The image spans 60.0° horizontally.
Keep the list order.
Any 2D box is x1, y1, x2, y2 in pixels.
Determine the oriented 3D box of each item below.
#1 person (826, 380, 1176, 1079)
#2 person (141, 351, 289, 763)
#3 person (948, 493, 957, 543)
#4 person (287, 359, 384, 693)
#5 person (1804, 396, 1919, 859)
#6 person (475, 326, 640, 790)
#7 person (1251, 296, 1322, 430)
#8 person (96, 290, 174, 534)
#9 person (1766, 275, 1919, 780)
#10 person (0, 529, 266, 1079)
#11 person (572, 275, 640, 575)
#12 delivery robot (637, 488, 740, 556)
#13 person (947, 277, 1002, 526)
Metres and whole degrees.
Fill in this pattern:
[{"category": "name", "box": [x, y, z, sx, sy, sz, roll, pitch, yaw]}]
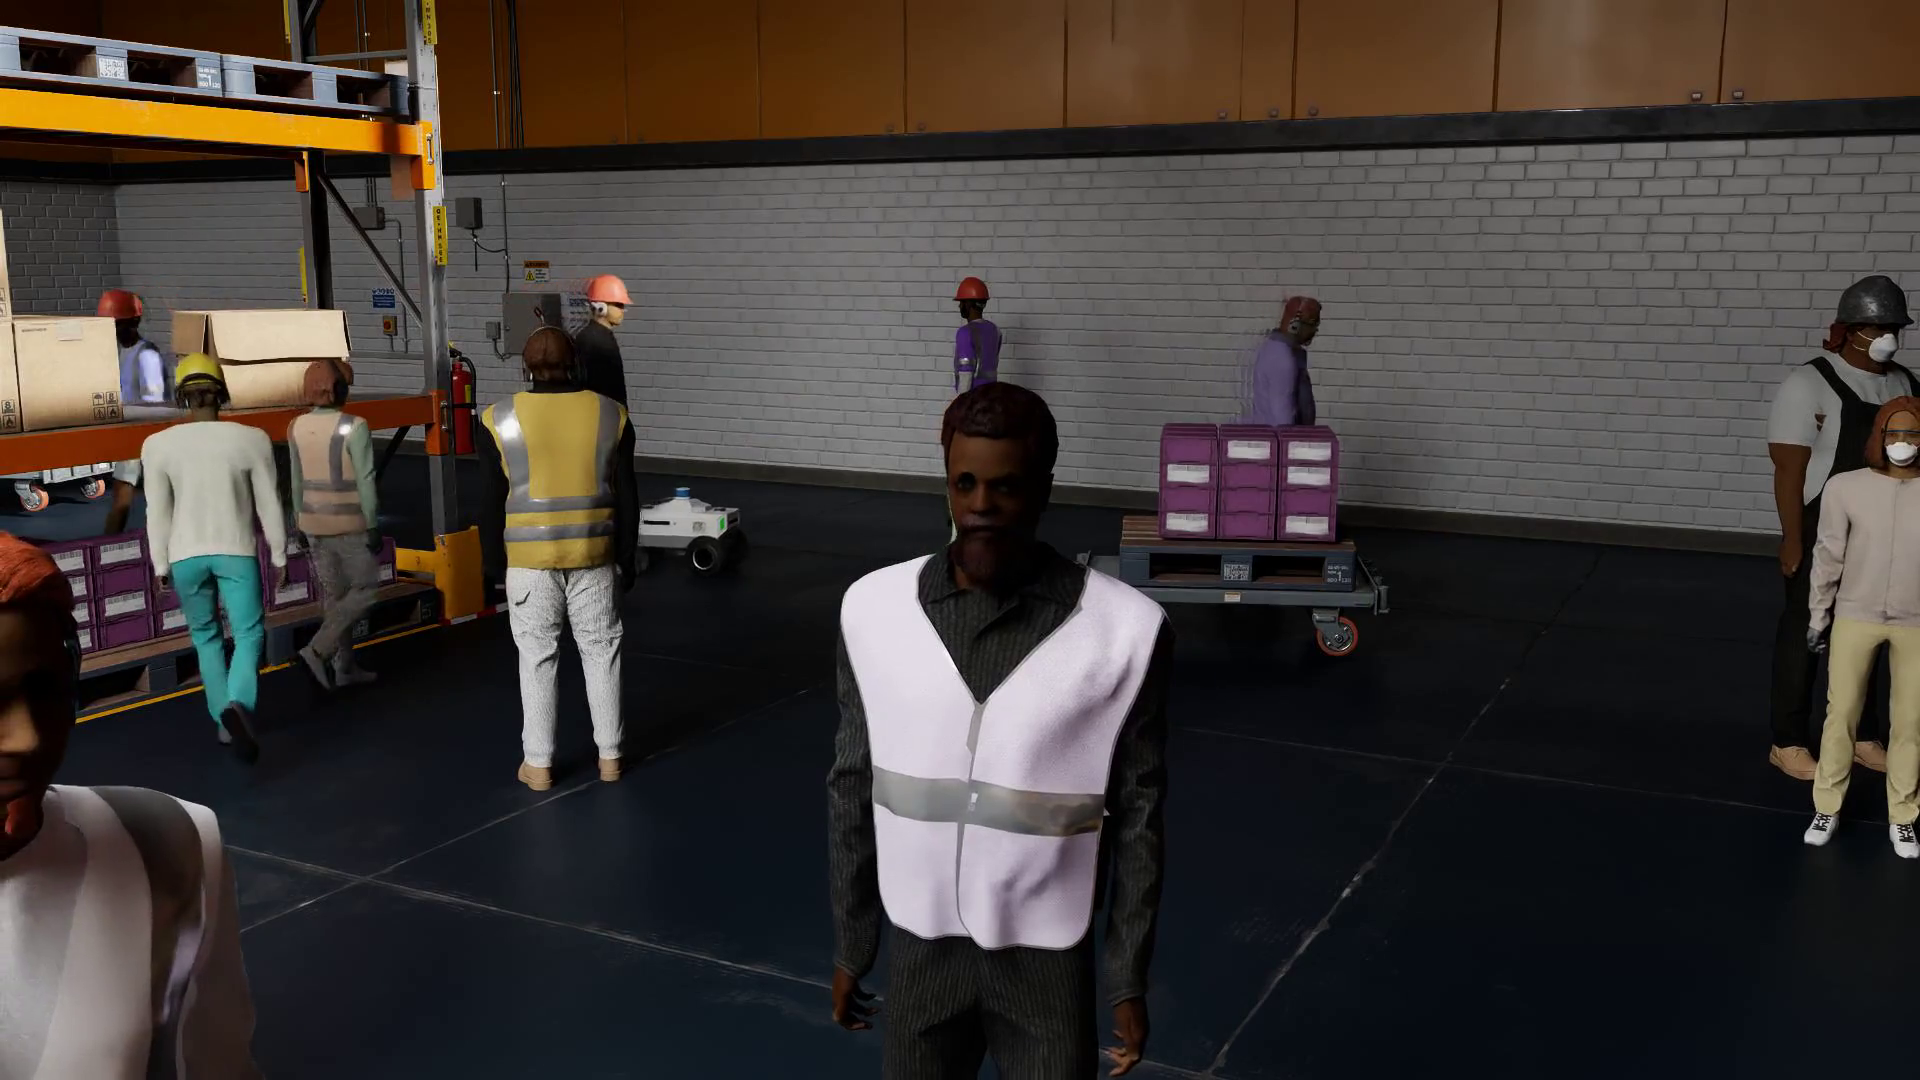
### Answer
[{"category": "person", "box": [0.060, 0.690, 2.856, 0.591, 1.912, 0.393, 2, 10, 12]}, {"category": "person", "box": [-3.097, 0.086, 6.915, 0.542, 1.723, 0.782, -3, 10, -17]}, {"category": "person", "box": [0.124, 0.254, 6.306, 0.556, 1.579, 0.572, -6, 11, -29]}, {"category": "person", "box": [-3.018, -0.051, 7.960, 0.530, 1.623, 0.504, 5, 11, 27]}, {"category": "person", "box": [3.279, 0.305, 5.885, 0.507, 1.632, 0.275, 5, 11, 27]}, {"category": "person", "box": [-1.595, 0.073, 6.636, 0.631, 1.840, 0.428, -4, 11, -22]}, {"category": "person", "box": [1.905, -0.566, 10.254, 0.589, 1.866, 0.701, 1, 10, 5]}, {"category": "person", "box": [-5.339, -0.657, 10.727, 0.564, 1.877, 0.994, 9, 13, 41]}, {"category": "person", "box": [3.642, -0.044, 6.732, 0.682, 2.000, 0.537, -3, 10, -15]}, {"category": "person", "box": [-0.949, 0.910, 1.682, 0.374, 1.880, 0.586, 8, 13, 39]}, {"category": "person", "box": [-2.275, -0.739, 10.919, 0.593, 1.974, 0.643, 0, 10, 2]}, {"category": "delivery robot", "box": [-1.847, -0.107, 11.121, 0.707, 0.478, 0.477, 2, 10, 13]}, {"category": "person", "box": [0.100, -1.067, 12.950, 0.357, 1.937, 0.551, 5, 11, 28]}]
